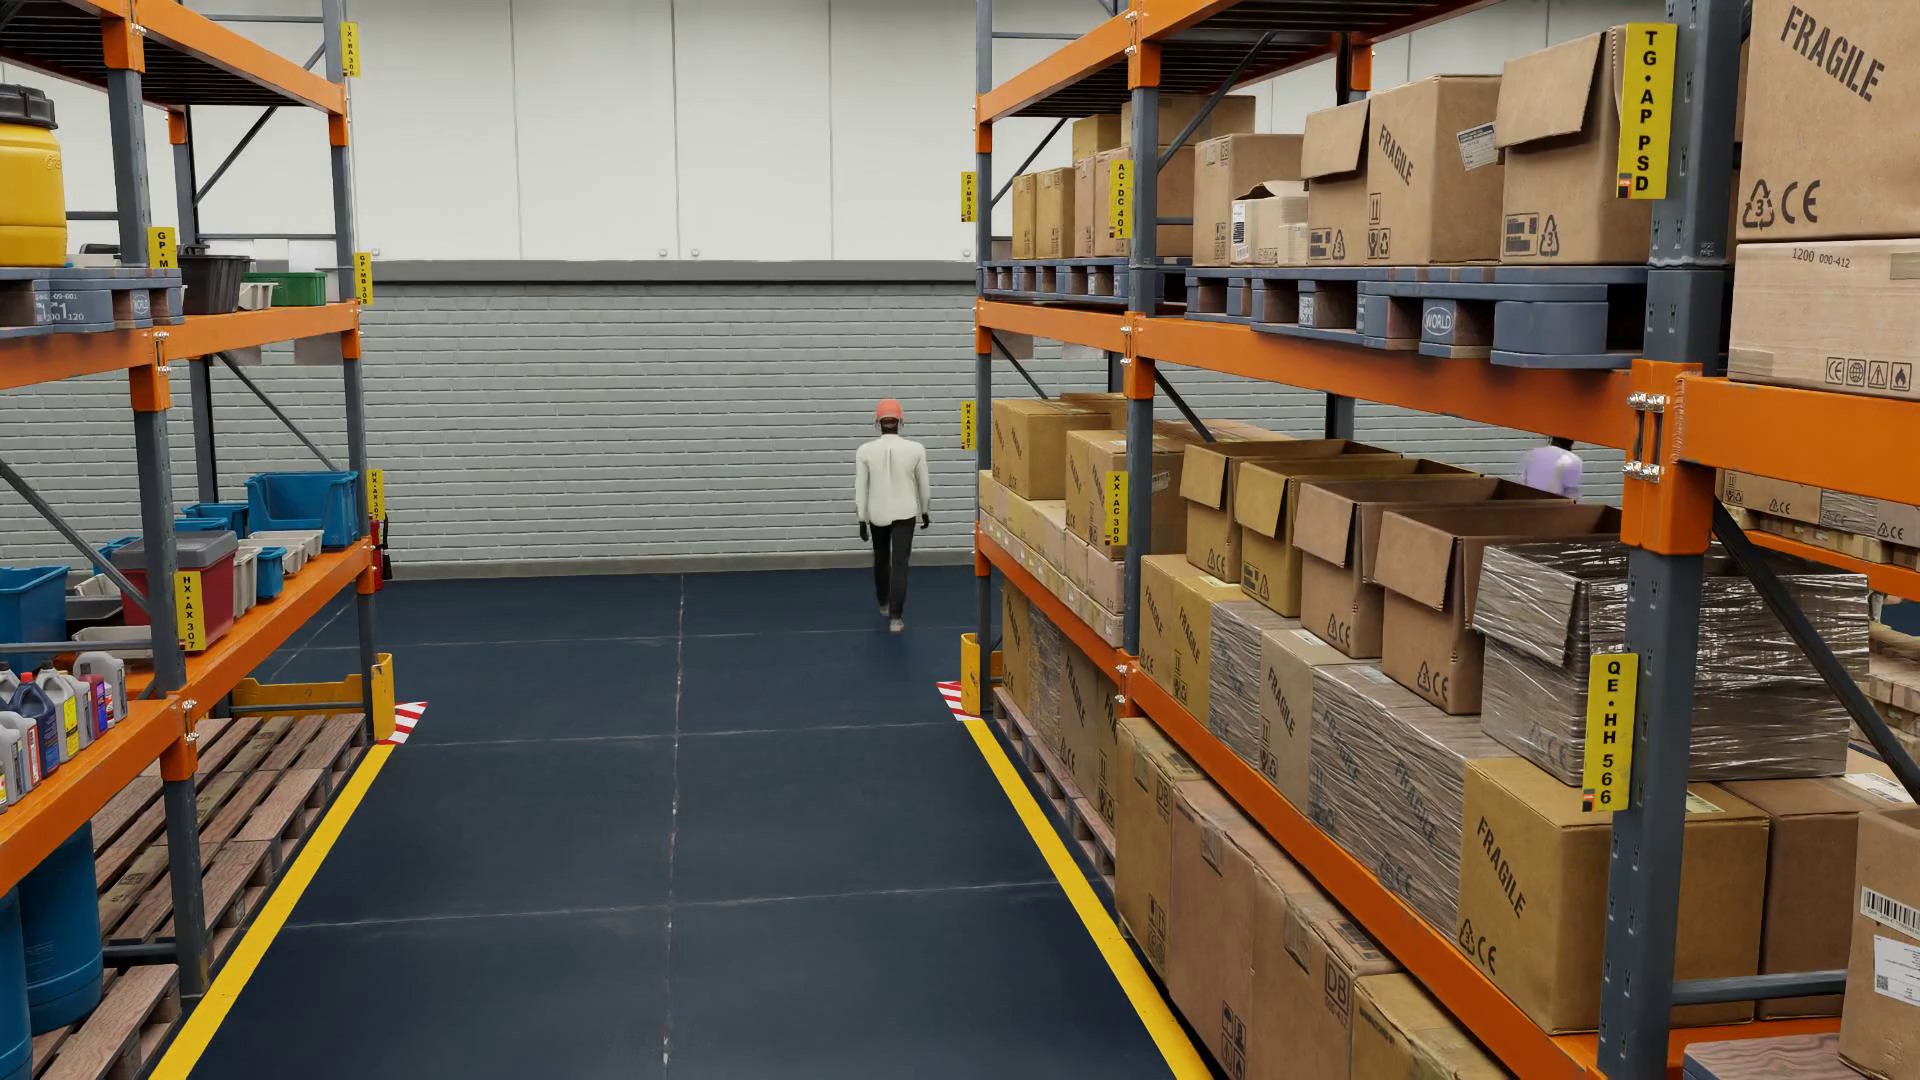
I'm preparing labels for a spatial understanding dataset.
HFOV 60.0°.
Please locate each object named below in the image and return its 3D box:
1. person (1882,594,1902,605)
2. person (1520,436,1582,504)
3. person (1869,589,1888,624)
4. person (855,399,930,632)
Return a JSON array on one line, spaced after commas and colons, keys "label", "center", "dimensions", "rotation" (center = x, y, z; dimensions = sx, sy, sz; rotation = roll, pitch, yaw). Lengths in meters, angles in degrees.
[{"label": "person", "center": [8.174, -0.257, 14.779], "dimensions": [0.738, 1.820, 0.635], "rotation": [2, 9, 12]}, {"label": "person", "center": [4.847, -0.141, 13.900], "dimensions": [0.882, 1.888, 0.597], "rotation": [-4, 10, -22]}, {"label": "person", "center": [6.114, 0.289, 11.283], "dimensions": [0.509, 1.860, 0.334], "rotation": [-5, 10, -26]}, {"label": "person", "center": [-0.571, -0.229, 14.237], "dimensions": [0.617, 1.940, 1.040], "rotation": [1, 9, 4]}]
